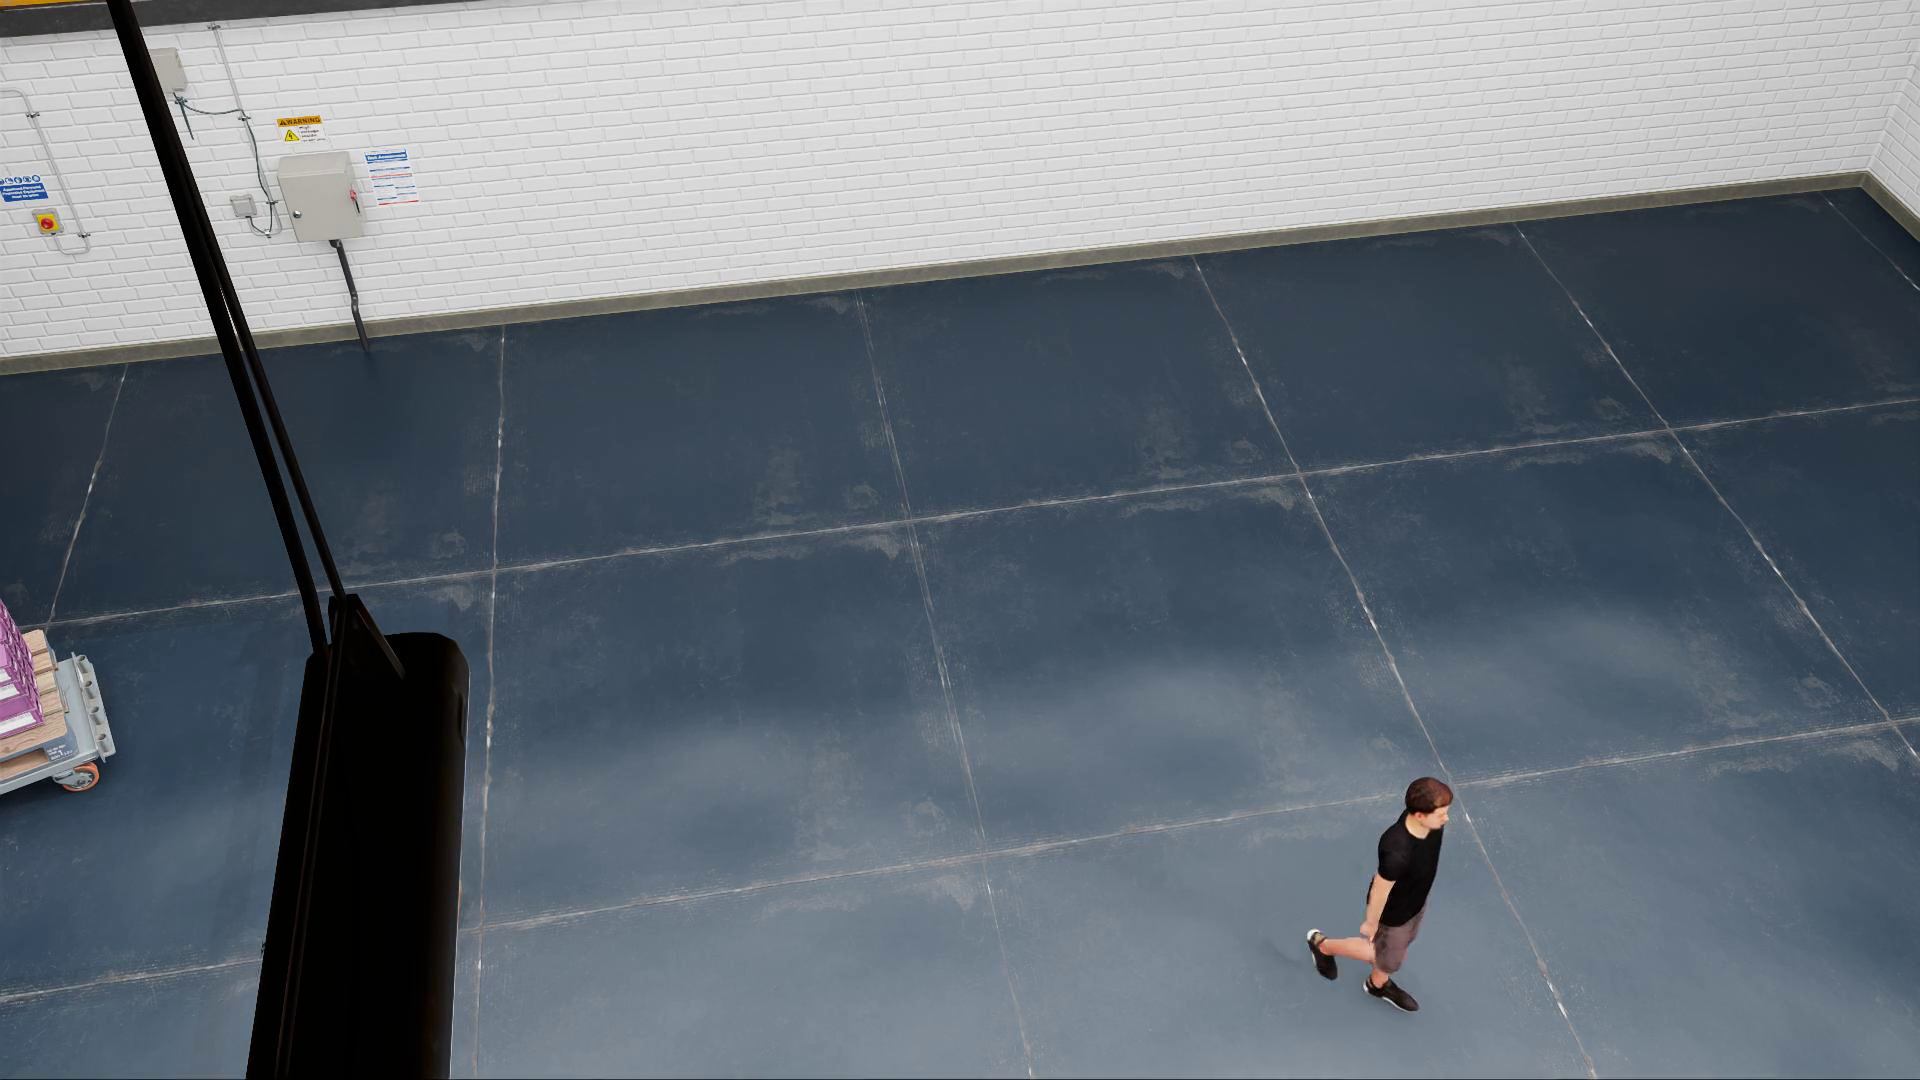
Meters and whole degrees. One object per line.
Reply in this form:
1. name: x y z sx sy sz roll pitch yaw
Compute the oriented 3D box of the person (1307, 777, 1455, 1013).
1. person: 2.240 1.830 8.750 1.038 1.848 0.973 27 50 25
